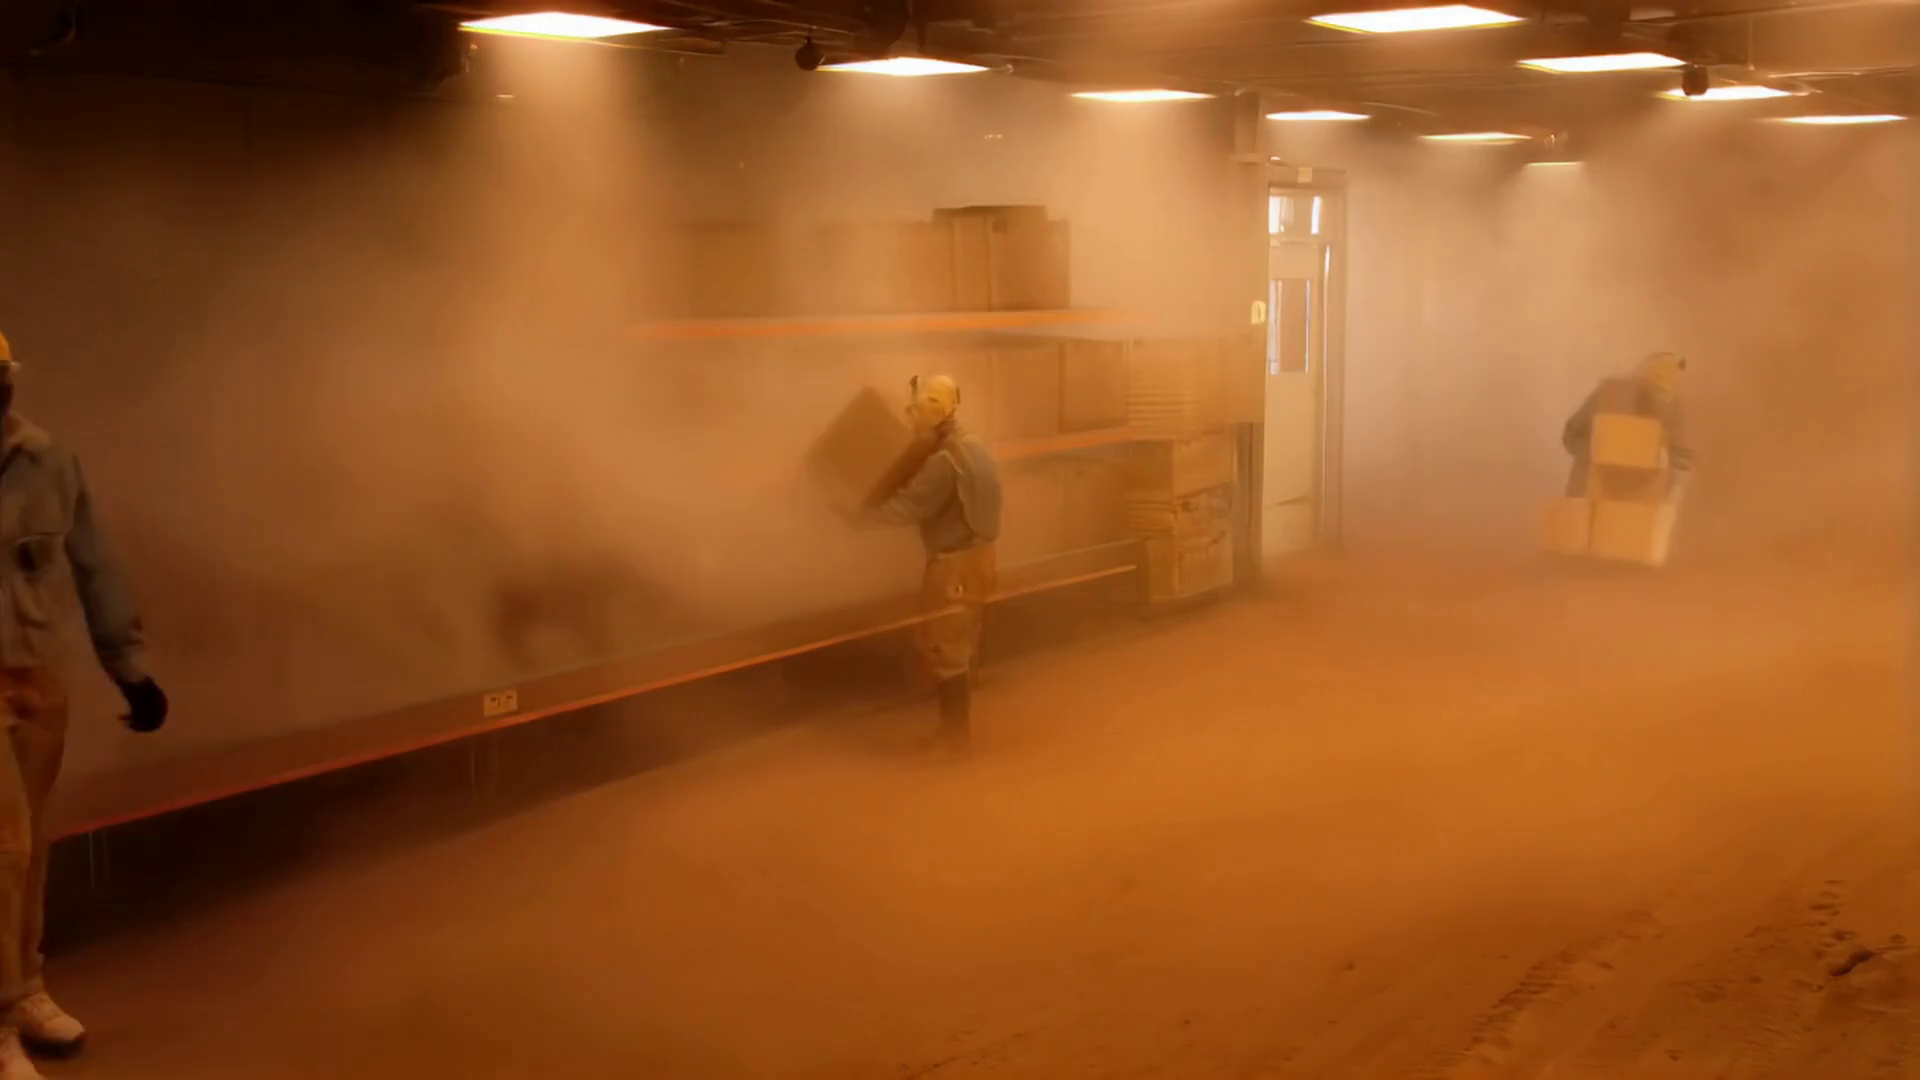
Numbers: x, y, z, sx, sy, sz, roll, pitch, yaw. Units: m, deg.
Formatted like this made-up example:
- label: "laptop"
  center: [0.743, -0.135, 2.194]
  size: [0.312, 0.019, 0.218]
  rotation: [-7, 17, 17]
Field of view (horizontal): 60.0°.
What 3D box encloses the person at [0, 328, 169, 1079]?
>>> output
- label: "person"
  center: [-2.328, 0.377, 4.041]
  size: [0.587, 1.884, 0.661]
  rotation: [4, 11, 21]
